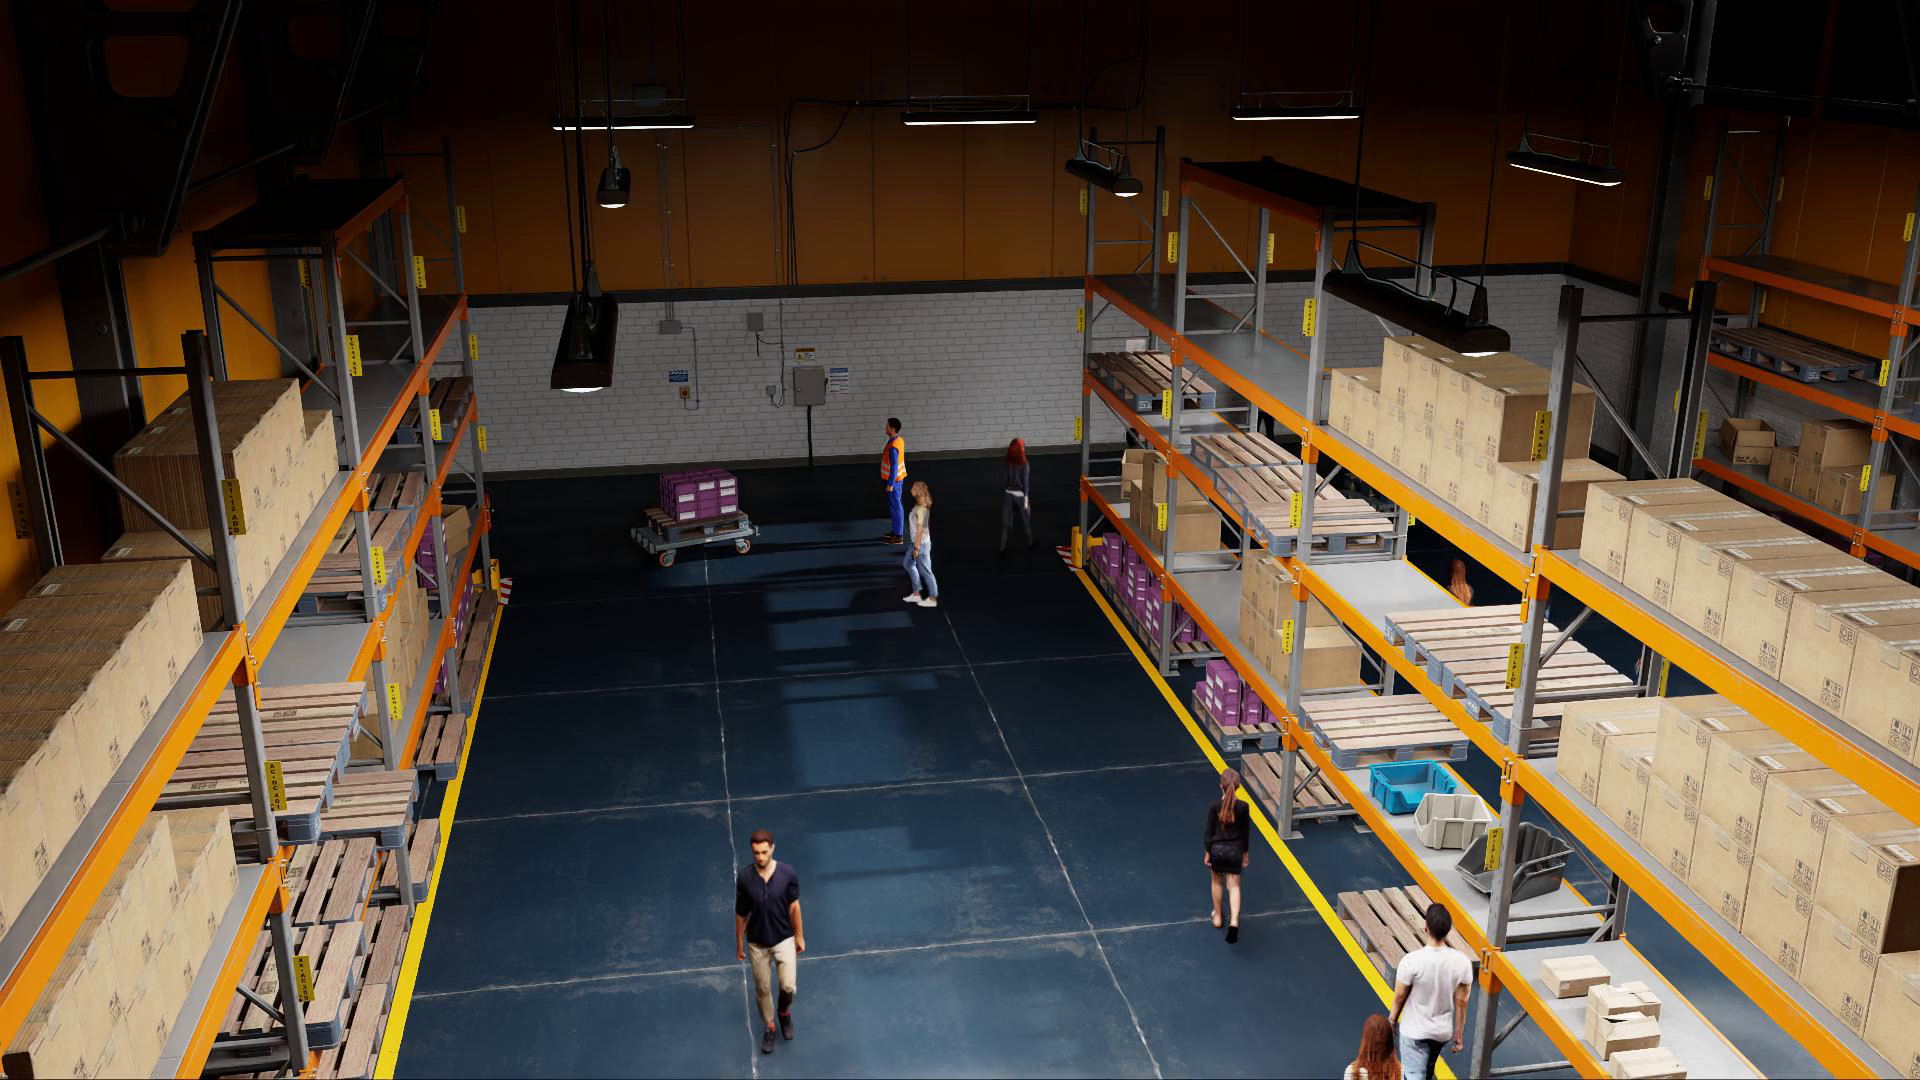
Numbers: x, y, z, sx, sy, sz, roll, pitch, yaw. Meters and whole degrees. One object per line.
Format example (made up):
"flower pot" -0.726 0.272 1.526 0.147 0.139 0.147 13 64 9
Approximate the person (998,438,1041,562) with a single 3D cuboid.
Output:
"person" 0.732 -0.521 23.287 1.118 1.719 1.180 13 22 33

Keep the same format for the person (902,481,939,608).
"person" -0.410 0.071 21.553 0.772 1.705 0.715 1 19 2

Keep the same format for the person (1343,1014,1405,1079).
"person" 2.590 3.814 10.446 0.617 1.700 0.741 -4 19 -11

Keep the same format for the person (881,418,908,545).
"person" -0.953 -0.871 24.100 0.791 1.864 0.615 1 19 2

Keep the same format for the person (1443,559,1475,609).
"person" 5.549 1.069 18.606 0.666 1.694 1.001 -5 19 -16

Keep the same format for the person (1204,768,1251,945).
"person" 2.263 2.673 14.085 0.656 1.540 0.955 1 19 2

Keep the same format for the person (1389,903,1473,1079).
"person" 3.237 3.412 11.451 0.689 1.820 1.146 -2 19 -7

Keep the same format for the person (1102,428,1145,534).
"person" 2.428 -0.782 24.128 0.770 1.678 0.925 1 19 3

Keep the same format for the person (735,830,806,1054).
"person" -1.434 2.998 12.650 0.703 1.841 0.671 -1 19 -3
